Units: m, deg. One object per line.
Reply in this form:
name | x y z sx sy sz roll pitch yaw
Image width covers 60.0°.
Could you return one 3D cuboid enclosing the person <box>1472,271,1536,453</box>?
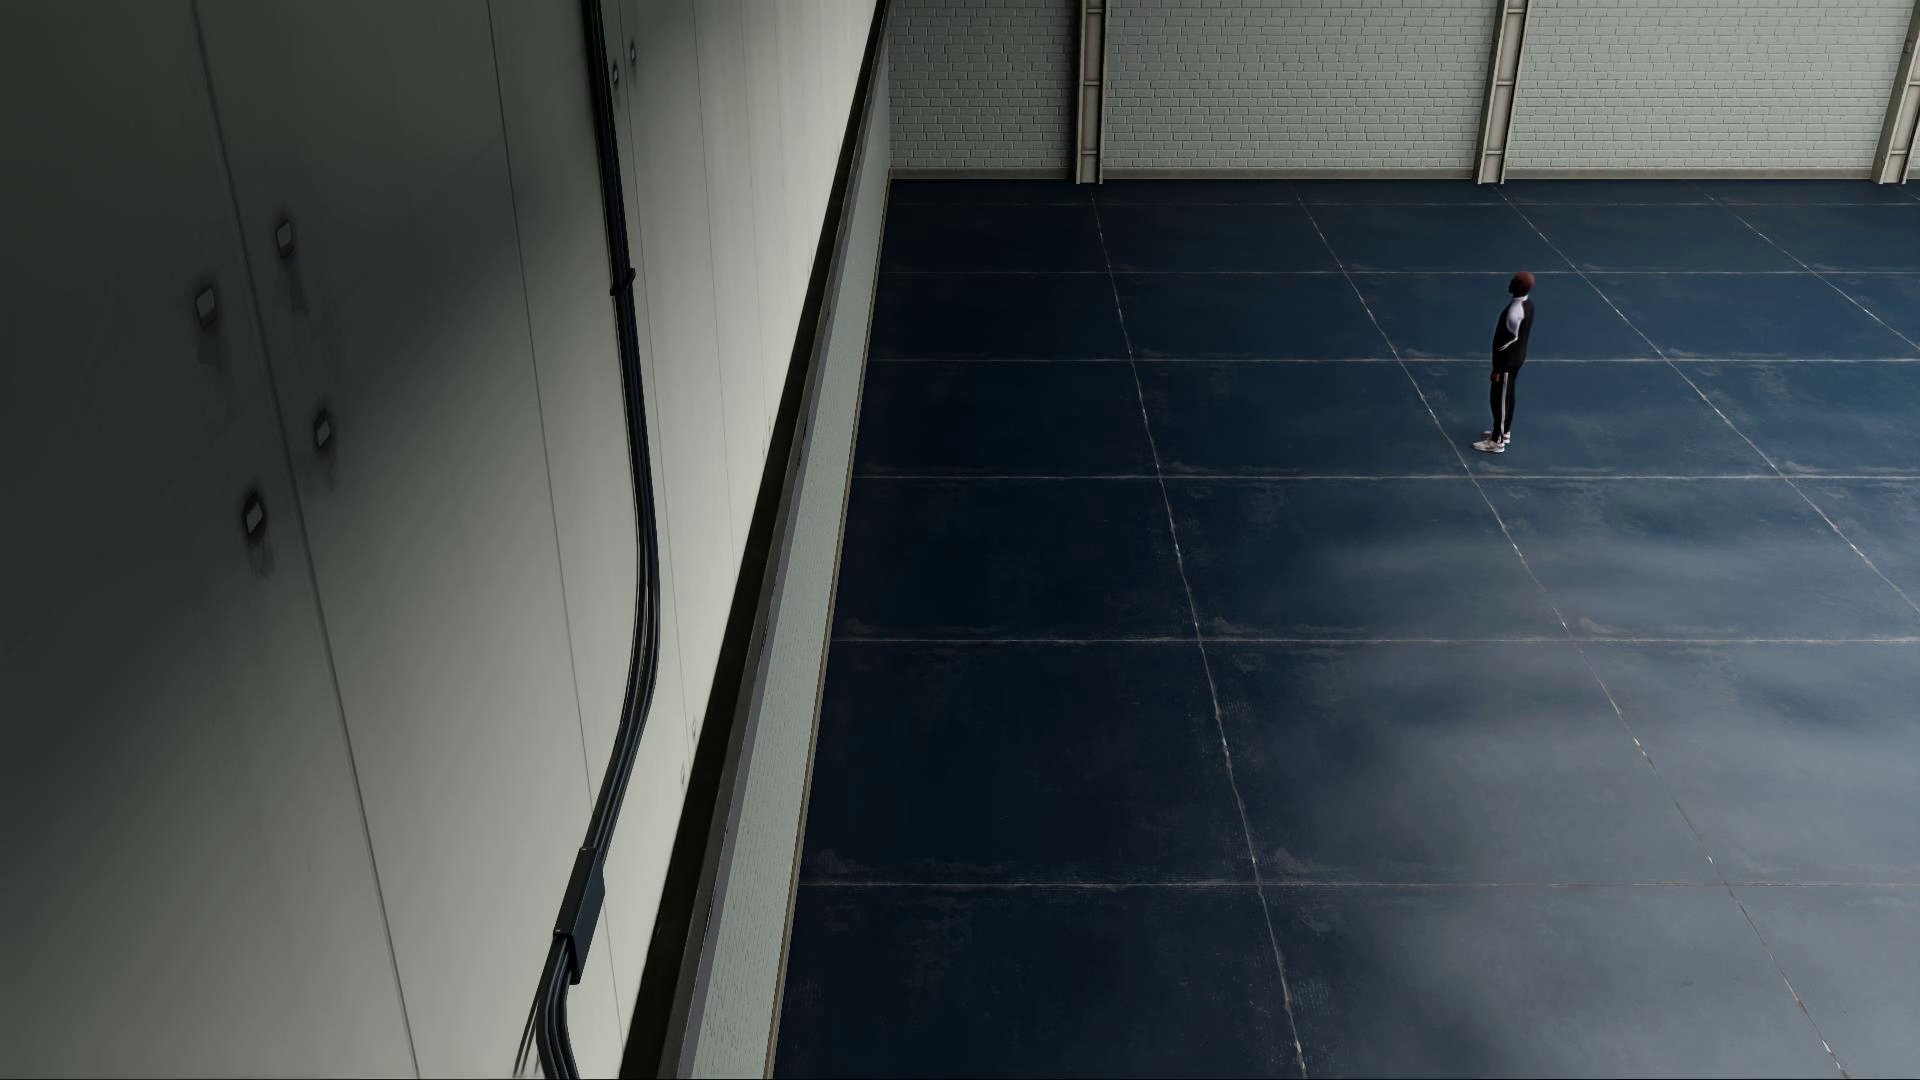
person | 5.353 -1.752 16.190 0.753 1.828 0.737 18 33 30
